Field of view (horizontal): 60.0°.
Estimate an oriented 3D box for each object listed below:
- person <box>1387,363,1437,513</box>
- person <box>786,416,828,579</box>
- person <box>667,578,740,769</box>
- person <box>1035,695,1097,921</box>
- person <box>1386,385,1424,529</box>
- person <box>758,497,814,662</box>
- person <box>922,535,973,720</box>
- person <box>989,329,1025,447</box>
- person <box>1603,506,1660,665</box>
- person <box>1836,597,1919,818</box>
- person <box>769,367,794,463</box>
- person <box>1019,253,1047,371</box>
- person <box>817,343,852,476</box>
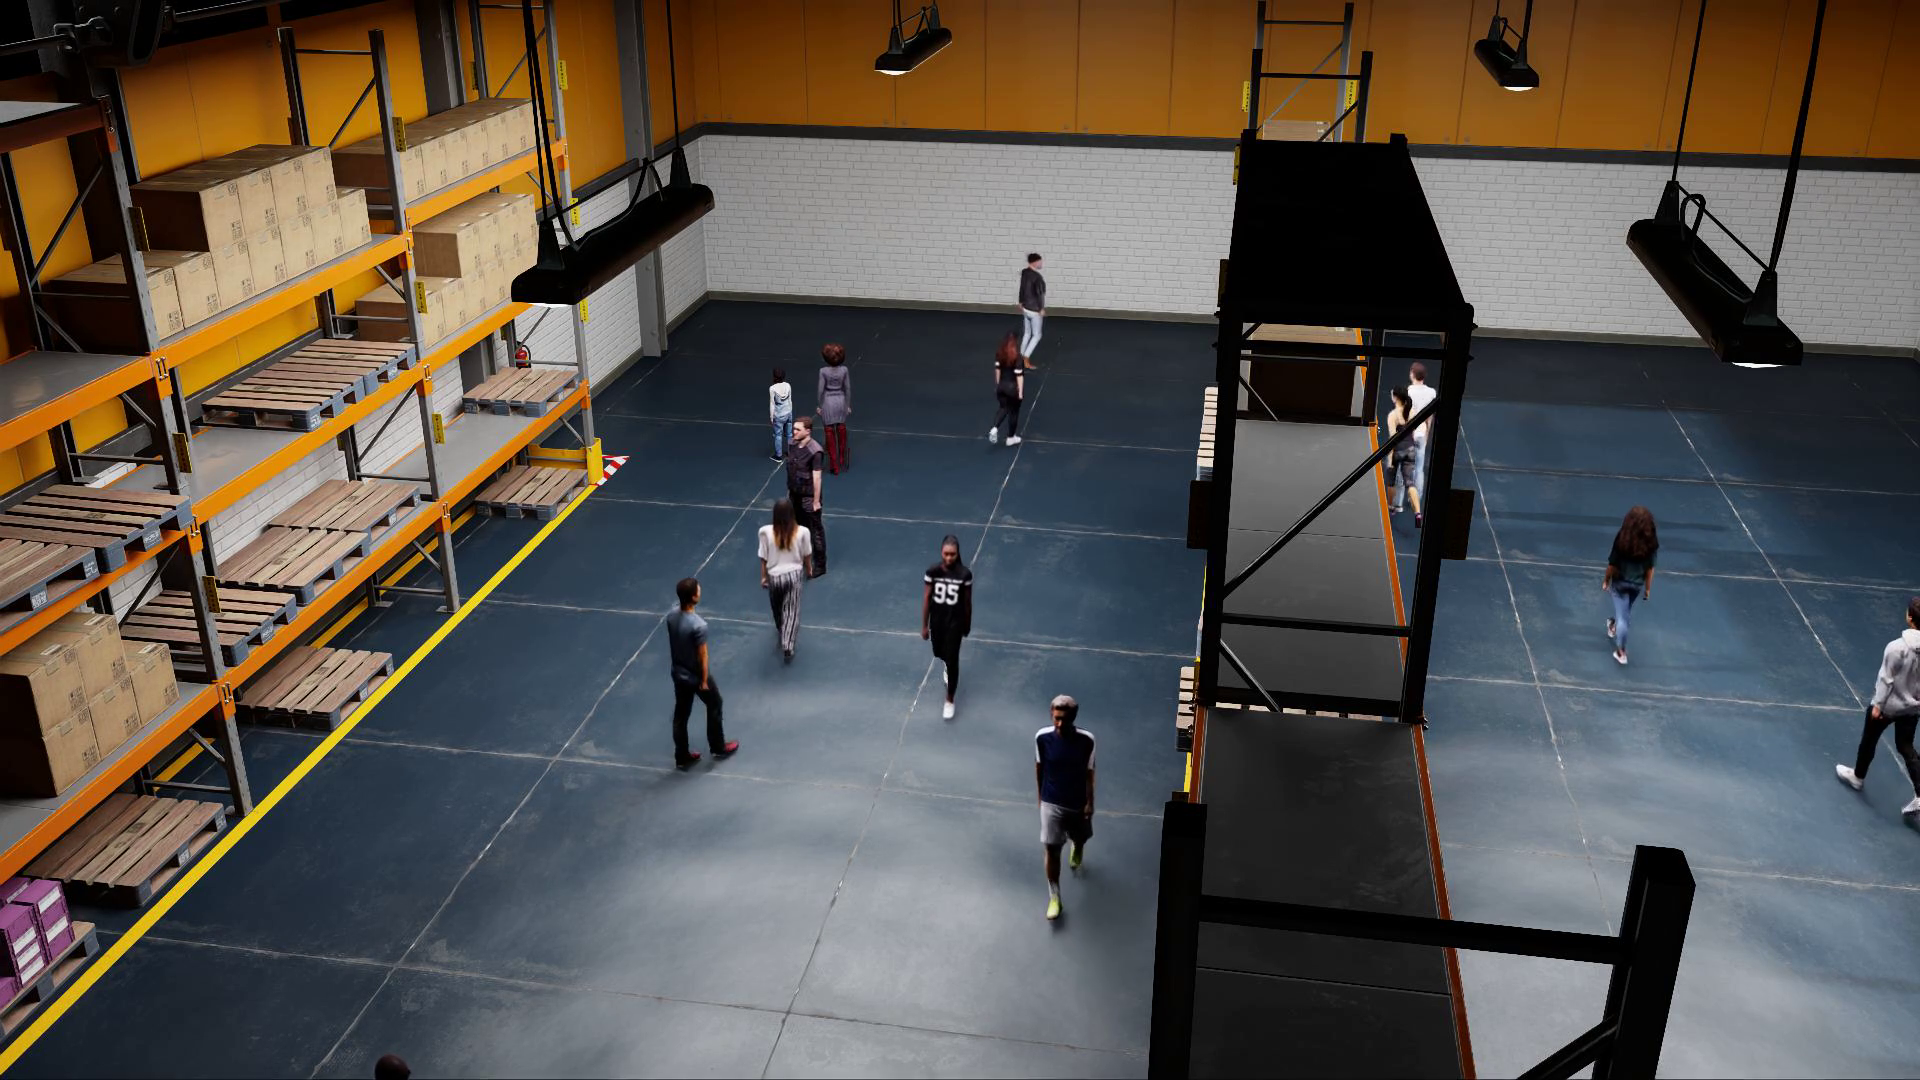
[{"bbox_3d":[5.463,-1.244,20.104,0.729,1.854,0.724,-7,25,-15],"label":"person"},{"bbox_3d":[-1.706,-0.508,18.428,0.817,1.847,0.783,-19,30,-37],"label":"person"},{"bbox_3d":[-2.426,1.198,14.593,0.874,1.793,0.968,17,29,34],"label":"person"},{"bbox_3d":[0.833,1.962,12.816,0.640,1.815,1.127,4,24,8],"label":"person"},{"bbox_3d":[5.271,-0.960,19.664,0.947,1.685,1.193,-5,24,-12],"label":"person"},{"bbox_3d":[-1.746,0.413,16.580,0.802,1.638,1.129,0,24,0],"label":"person"},{"bbox_3d":[-0.117,0.757,15.713,0.594,1.703,1.074,4,24,9],"label":"person"},{"bbox_3d":[0.606,-1.988,22.093,0.843,1.623,0.968,19,30,36],"label":"person"},{"bbox_3d":[6.655,0.473,16.505,0.669,1.589,1.008,1,24,3],"label":"person"},{"bbox_3d":[7.947,1.421,13.950,1.000,1.898,1.316,-5,24,-10],"label":"person"},{"bbox_3d":[-2.338,-1.654,21.784,0.552,1.258,0.616,-17,29,-34],"label":"person"},{"bbox_3d":[1.091,-3.505,25.306,0.919,1.828,0.839,-20,31,-38],"label":"person"},{"bbox_3d":[-1.600,-1.680,21.284,0.786,1.706,0.878,-9,25,-19],"label":"person"}]
